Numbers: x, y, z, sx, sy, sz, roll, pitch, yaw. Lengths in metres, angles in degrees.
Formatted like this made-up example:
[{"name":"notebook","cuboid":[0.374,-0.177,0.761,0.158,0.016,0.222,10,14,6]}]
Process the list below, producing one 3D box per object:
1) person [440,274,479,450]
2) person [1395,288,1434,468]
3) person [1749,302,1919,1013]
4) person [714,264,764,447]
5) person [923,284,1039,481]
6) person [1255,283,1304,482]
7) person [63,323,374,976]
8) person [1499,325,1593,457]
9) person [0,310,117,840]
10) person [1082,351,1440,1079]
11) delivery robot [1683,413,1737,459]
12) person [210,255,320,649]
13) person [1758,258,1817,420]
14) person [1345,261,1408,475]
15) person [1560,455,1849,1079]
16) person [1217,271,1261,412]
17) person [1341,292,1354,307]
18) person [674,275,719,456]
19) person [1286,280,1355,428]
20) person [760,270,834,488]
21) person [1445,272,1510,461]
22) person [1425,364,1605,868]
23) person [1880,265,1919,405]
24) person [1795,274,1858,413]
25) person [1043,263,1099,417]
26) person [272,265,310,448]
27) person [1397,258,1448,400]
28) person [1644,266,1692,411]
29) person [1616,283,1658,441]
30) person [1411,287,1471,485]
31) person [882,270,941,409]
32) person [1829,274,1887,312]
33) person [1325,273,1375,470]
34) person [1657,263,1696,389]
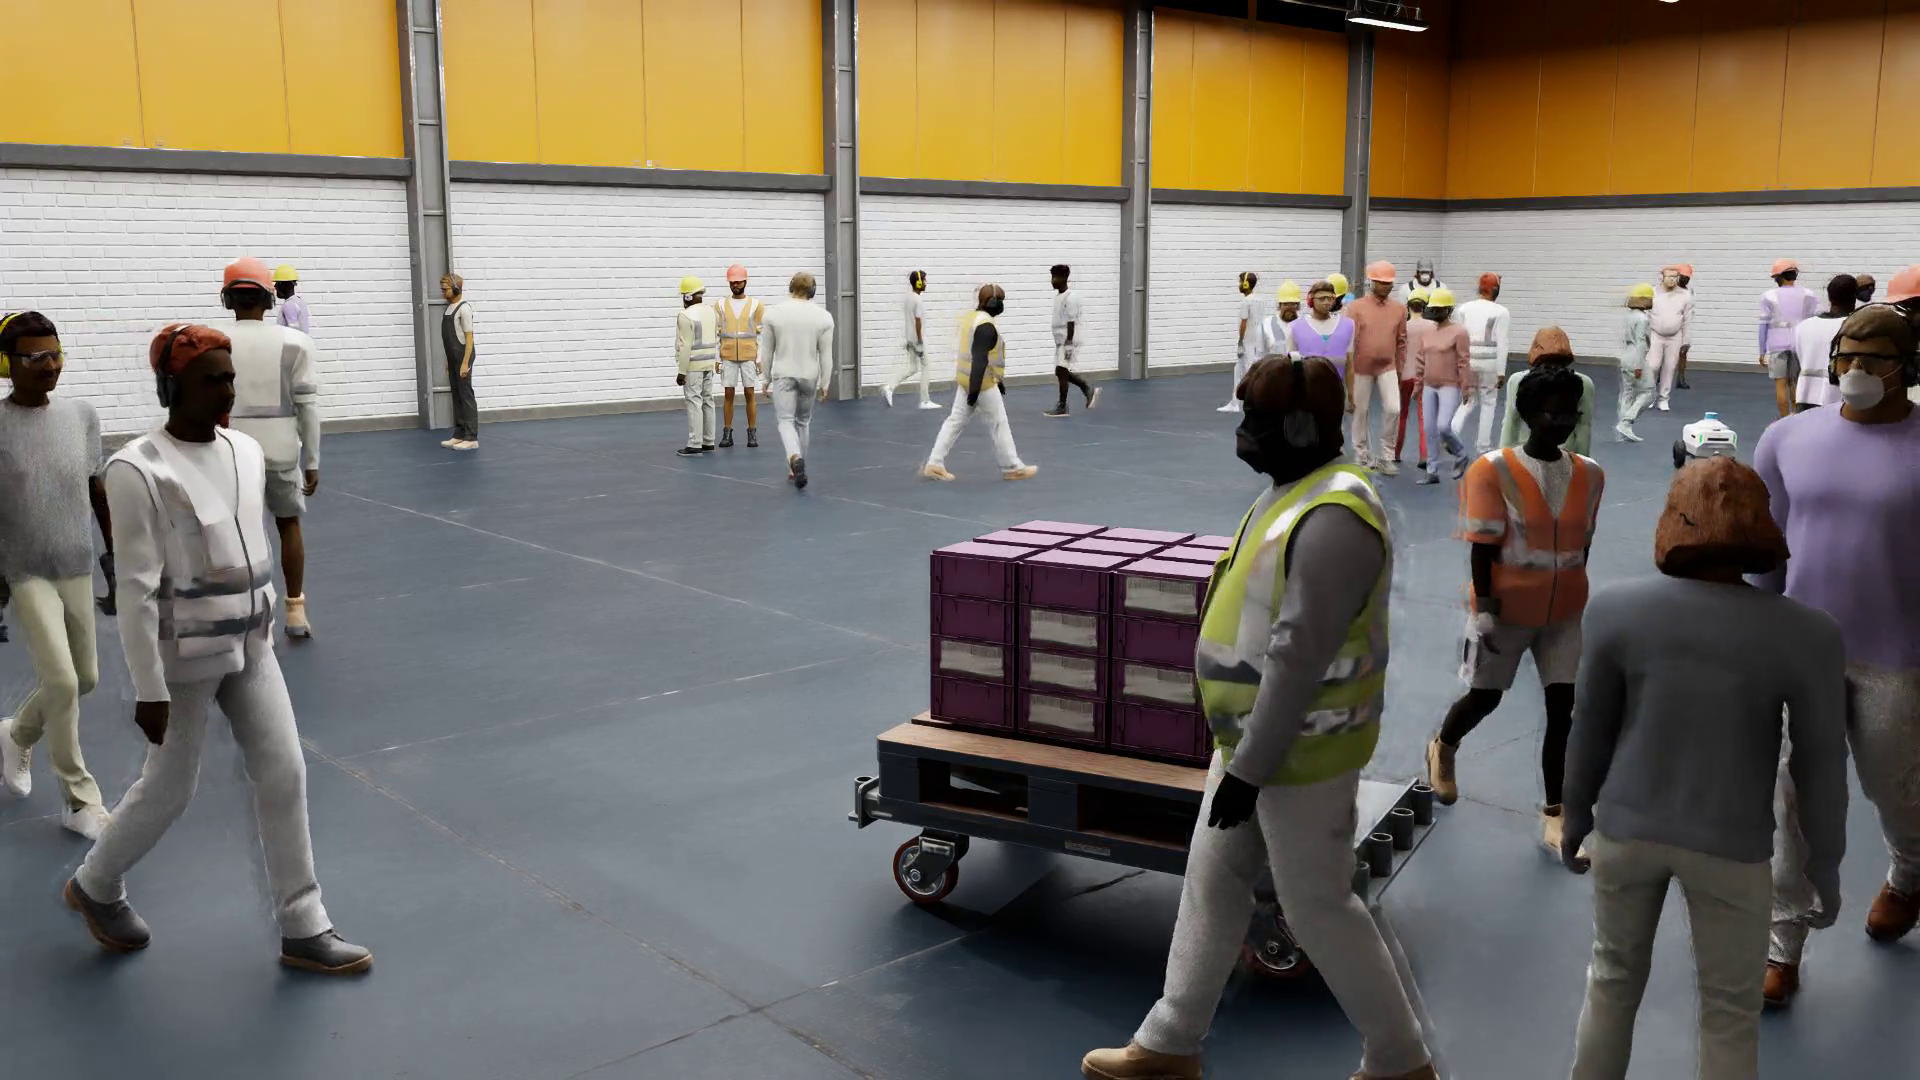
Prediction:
[{"name":"person","cuboid":[-5.262,-1.863,17.434,0.343,1.840,0.506,-7,12,-37]},{"name":"person","cuboid":[4.398,-1.563,16.047,0.511,1.715,0.873,1,10,6]},{"name":"person","cuboid":[2.519,0.294,4.624,0.925,1.911,0.638,-9,13,-43]},{"name":"person","cuboid":[-2.343,-1.945,17.628,0.544,1.939,0.355,0,10,-1]},{"name":"person","cuboid":[0.153,-1.399,14.937,1.048,1.784,0.608,-3,10,-17]},{"name":"person","cuboid":[2.948,-1.390,14.836,0.600,1.777,0.938,0,10,3]},{"name":"person","cuboid":[-2.169,0.315,4.672,0.934,1.851,0.587,3,10,17]},{"name":"person","cuboid":[3.459,-0.455,9.825,0.523,1.621,0.469,2,10,9]},{"name":"person","cuboid":[-3.255,0.112,5.890,0.796,1.842,0.520,5,11,29]},{"name":"person","cuboid":[0.746,0.470,3.856,0.836,1.812,0.628,0,10,-1]},{"name":"delivery robot","cuboid":[7.015,-0.949,15.566,0.477,0.478,0.707,2,10,12]},{"name":"person","cuboid":[-3.630,-0.437,8.557,0.624,2.023,0.665,-5,11,-26]},{"name":"person","cuboid":[9.347,-2.186,18.849,0.611,2.001,0.593,2,10,10]},{"name":"person","cuboid":[3.820,-1.560,15.287,0.641,1.973,0.644,-1,10,-3]},{"name":"person","cuboid":[1.519,0.634,3.442,0.542,1.622,0.333,7,12,35]},{"name":"person","cuboid":[3.776,-2.535,21.399,0.886,1.841,0.525,5,11,29]},{"name":"person","cuboid":[6.623,-3.810,29.280,0.531,1.678,0.560,-8,13,-41]},{"name":"person","cuboid":[-2.686,-1.762,16.868,0.404,1.832,0.589,4,11,24]},{"name":"person","cuboid":[2.944,-1.216,13.679,0.586,1.829,0.672,-1,10,-7]},{"name":"person","cuboid":[-1.401,-1.383,14.437,0.644,1.909,0.831,-2,10,-11]},{"name":"person","cuboid":[5.088,-1.695,16.360,0.554,1.869,0.594,-8,13,-40]},{"name":"person","cuboid":[1.932,0.213,5.767,0.521,1.672,0.790,-2,10,-9]},{"name":"person","cuboid":[4.694,-0.340,8.150,0.424,1.971,0.655,-6,12,-33]},{"name":"person","cuboid":[6.371,-0.970,12.080,0.920,1.881,0.611,-6,11,-31]},{"name":"person","cuboid":[1.417,-2.519,21.005,0.704,1.941,0.604,-3,10,-15]},{"name":"person","cuboid":[-7.039,-1.924,17.536,0.366,1.926,0.594,-3,10,-15]},{"name":"person","cuboid":[6.442,-2.941,23.158,0.711,2.000,0.980,2,10,9]},{"name":"person","cuboid":[9.215,-2.627,21.734,0.669,1.894,0.432,1,10,8]},{"name":"person","cuboid":[7.363,-1.911,18.046,0.357,1.732,0.489,-1,10,-3]},{"name":"person","cuboid":[4.245,-1.340,14.642,0.457,1.755,0.518,-7,12,-35]},{"name":"person","cuboid":[-0.643,-2.639,21.958,0.749,1.846,0.526,-4,11,-24]},{"name":"person","cuboid":[10.008,-2.024,18.428,0.658,1.816,0.621,-1,10,-3]},{"name":"person","cuboid":[3.496,-1.552,15.580,0.987,1.855,0.606,-3,10,-17]},{"name":"person","cuboid":[11.018,-3.295,25.603,0.561,1.919,0.723,-1,10,-4]}]
